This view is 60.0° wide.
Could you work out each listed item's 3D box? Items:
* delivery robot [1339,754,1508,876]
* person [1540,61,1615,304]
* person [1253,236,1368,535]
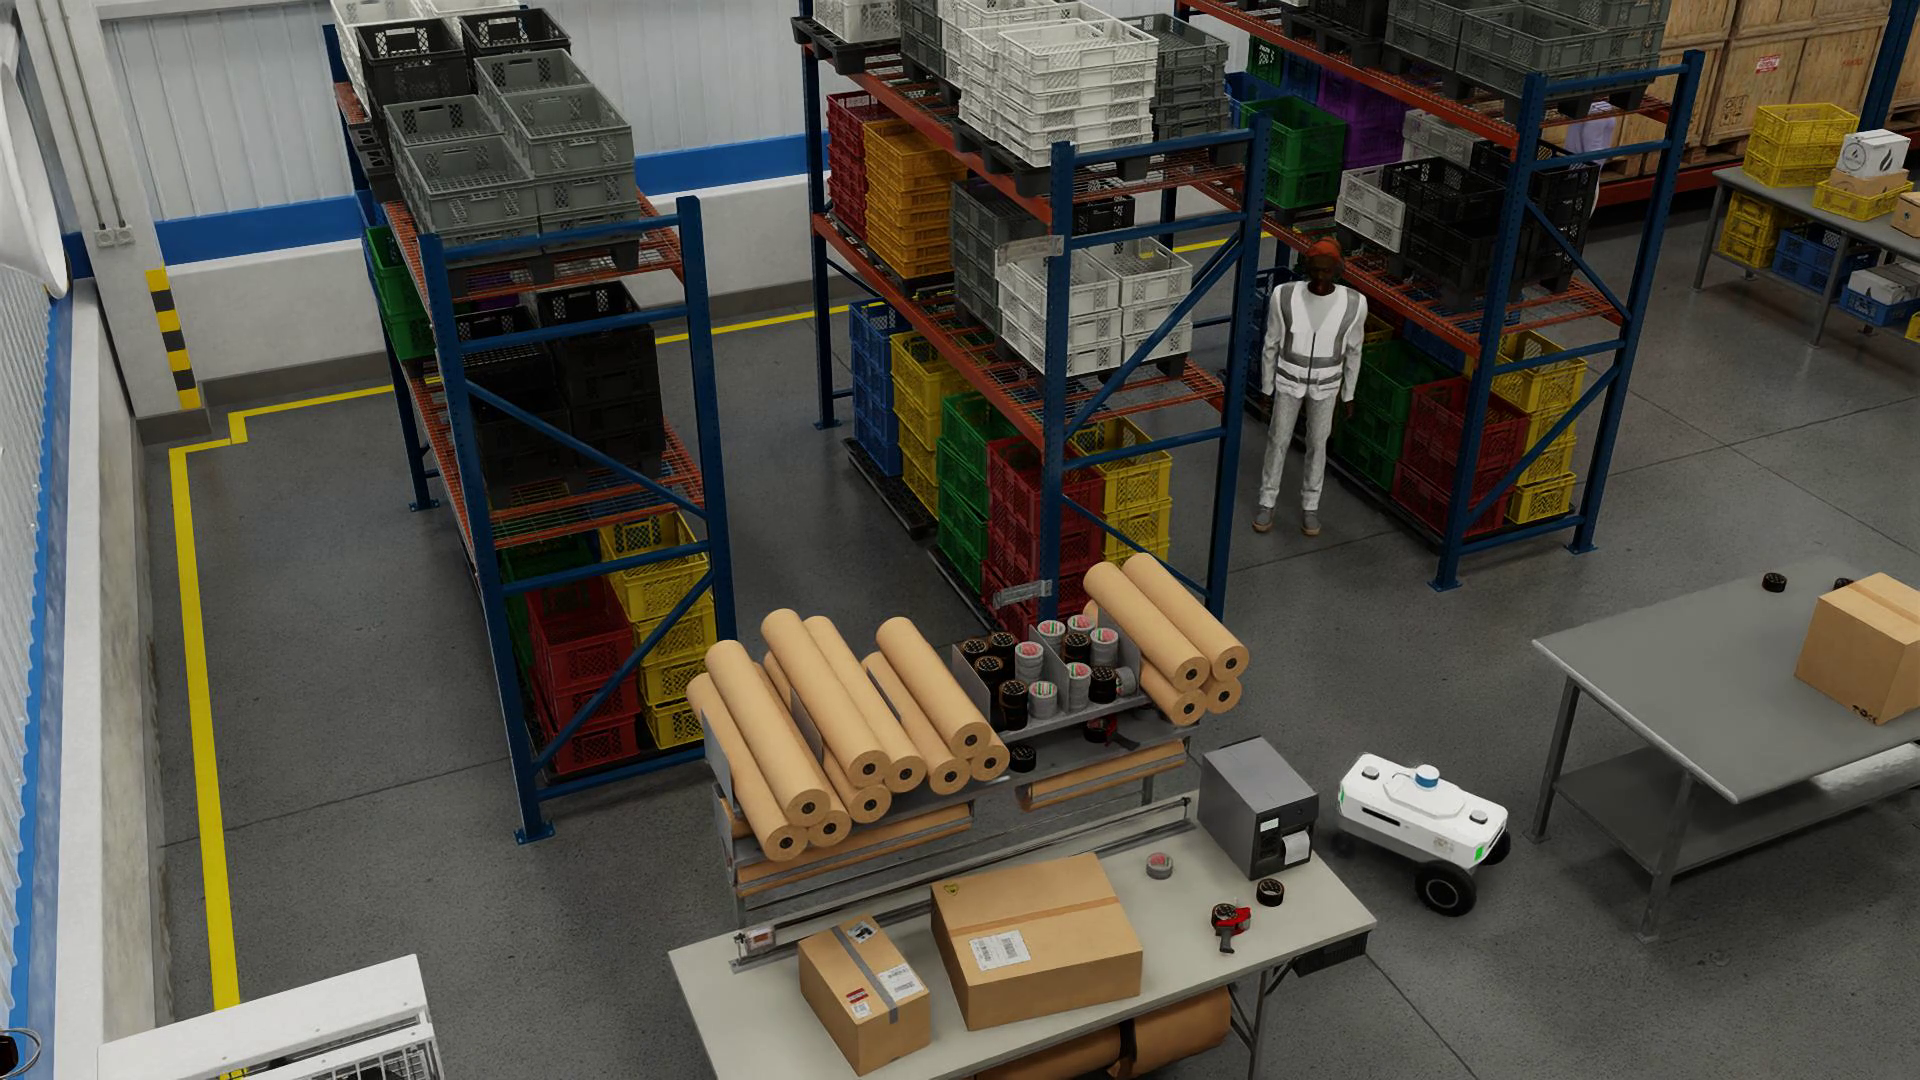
[{"bbox_3d":[2.095,1.241,7.574,0.707,0.478,0.477,21,37,30],"label":"delivery robot"},{"bbox_3d":[4.849,-2.821,12.947,0.372,1.940,0.632,4,32,6],"label":"person"},{"bbox_3d":[2.065,-0.903,9.884,0.572,1.883,0.358,6,32,10],"label":"person"}]
